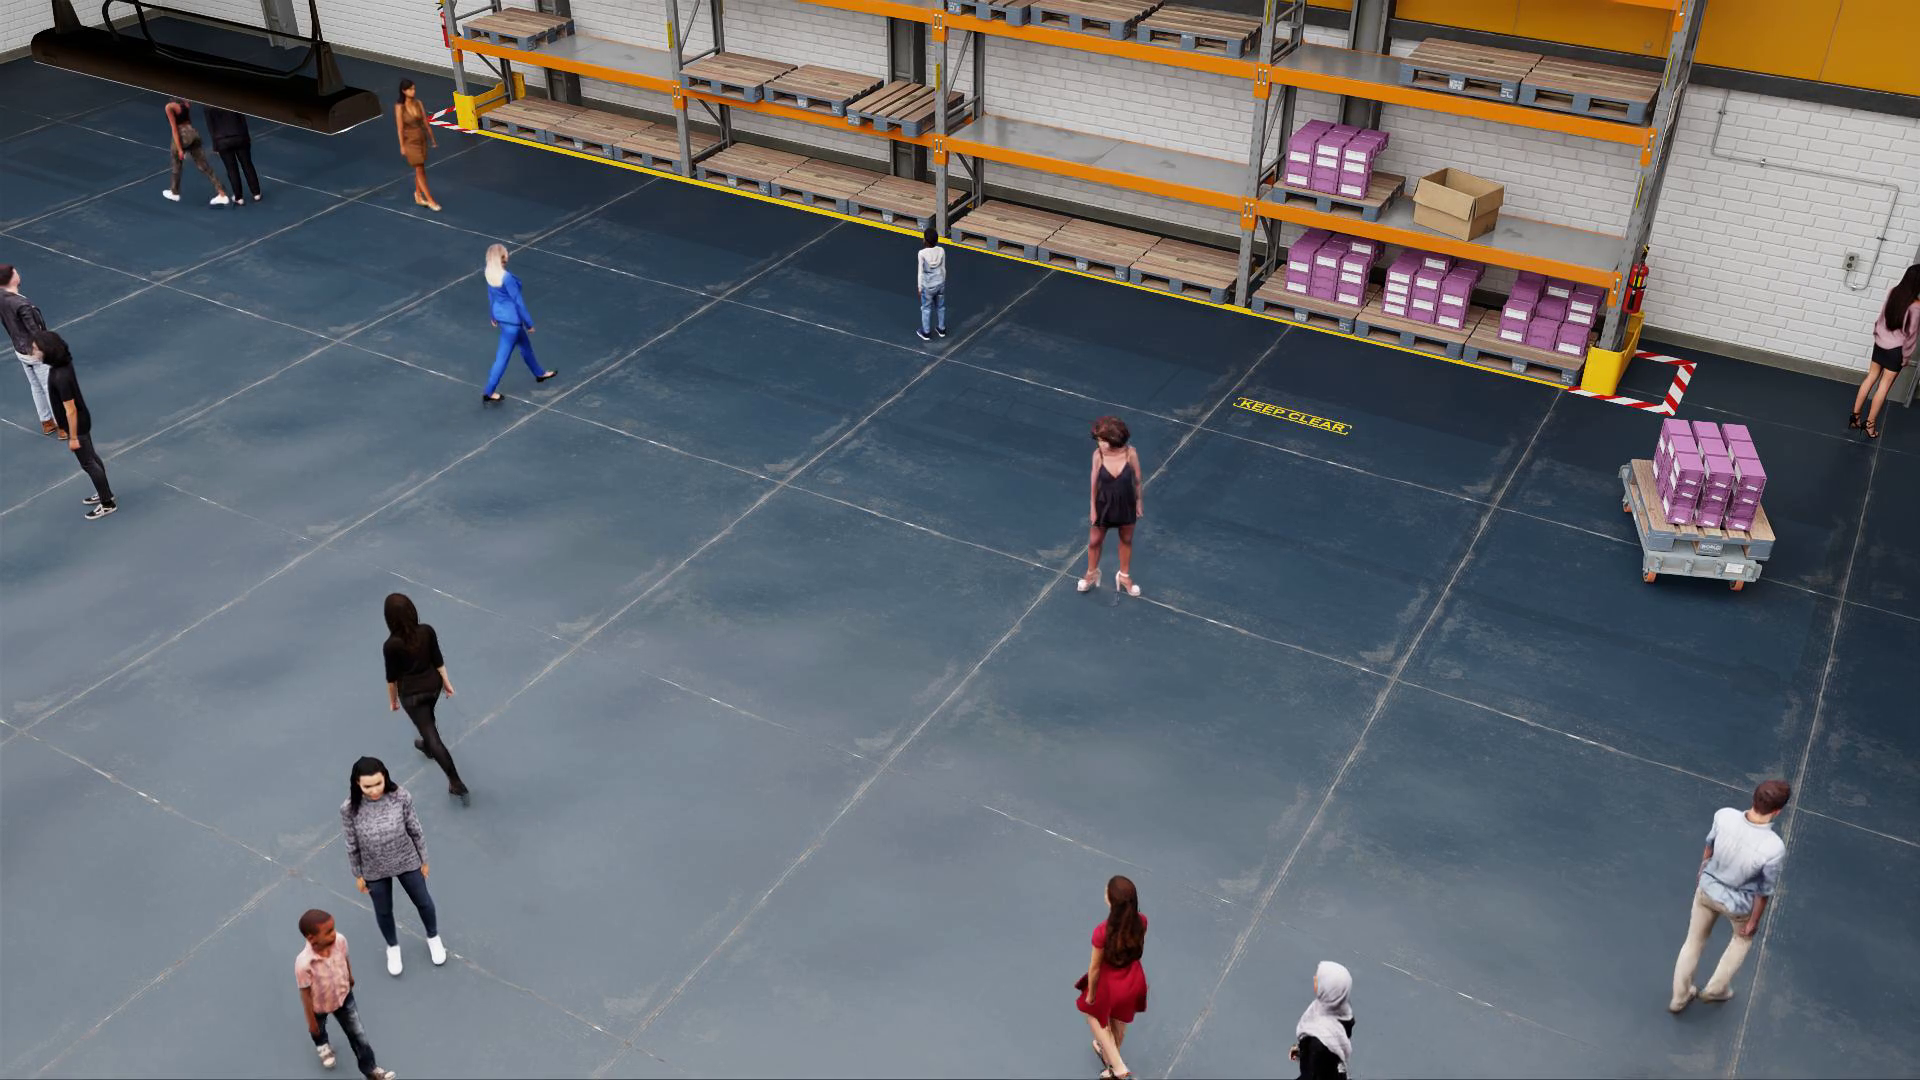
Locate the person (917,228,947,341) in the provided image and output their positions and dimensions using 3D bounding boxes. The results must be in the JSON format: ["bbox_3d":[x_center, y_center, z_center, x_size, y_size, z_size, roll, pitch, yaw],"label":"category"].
[{"bbox_3d":[-0.306,-2.809,18.185,0.557,1.258,0.605,-14,36,-20],"label":"person"}]

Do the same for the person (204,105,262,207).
[{"bbox_3d":[-9.335,-5.103,21.317,0.741,1.611,0.760,-22,39,-29],"label":"person"}]

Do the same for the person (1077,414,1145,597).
[{"bbox_3d":[1.353,-0.284,13.921,0.718,1.773,0.841,-9,35,-14],"label":"person"}]

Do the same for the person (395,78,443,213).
[{"bbox_3d":[-6.990,-5.046,21.178,0.783,1.672,0.586,19,38,26],"label":"person"}]

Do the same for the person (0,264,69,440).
[{"bbox_3d":[-9.038,-1.834,16.198,0.480,1.835,0.712,19,38,26],"label":"person"}]

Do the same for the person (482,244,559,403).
[{"bbox_3d":[-4.644,-2.157,16.848,0.918,1.653,1.170,-29,43,-36],"label":"person"}]

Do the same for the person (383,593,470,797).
[{"bbox_3d":[-3.826,1.143,11.929,1.135,1.602,0.756,28,43,36],"label":"person"}]

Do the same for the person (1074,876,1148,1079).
[{"bbox_3d":[0.950,2.627,9.750,0.743,1.542,0.837,-16,37,-23],"label":"person"}]

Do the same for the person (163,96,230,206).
[{"bbox_3d":[-9.757,-5.025,21.176,1.242,1.637,0.782,9,35,13],"label":"person"}]

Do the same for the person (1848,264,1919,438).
[{"bbox_3d":[9.088,-1.857,16.255,0.750,1.811,0.692,-8,34,-12],"label":"person"}]

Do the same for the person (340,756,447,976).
[{"bbox_3d":[-3.587,2.025,10.488,0.688,1.729,0.734,-11,35,-16],"label":"person"}]

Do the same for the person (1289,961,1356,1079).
[{"bbox_3d":[2.017,2.998,8.995,0.617,1.761,0.598,17,37,24],"label":"person"}]

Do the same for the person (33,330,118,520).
[{"bbox_3d":[-8.008,-1.074,15.054,0.773,1.836,0.671,-14,36,-21],"label":"person"}]

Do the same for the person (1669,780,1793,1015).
[{"bbox_3d":[4.614,2.216,10.110,0.823,1.828,0.735,-26,41,-33],"label":"person"}]

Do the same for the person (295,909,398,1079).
[{"bbox_3d":[-3.804,2.683,9.916,0.945,1.265,0.659,27,42,35],"label":"person"}]
